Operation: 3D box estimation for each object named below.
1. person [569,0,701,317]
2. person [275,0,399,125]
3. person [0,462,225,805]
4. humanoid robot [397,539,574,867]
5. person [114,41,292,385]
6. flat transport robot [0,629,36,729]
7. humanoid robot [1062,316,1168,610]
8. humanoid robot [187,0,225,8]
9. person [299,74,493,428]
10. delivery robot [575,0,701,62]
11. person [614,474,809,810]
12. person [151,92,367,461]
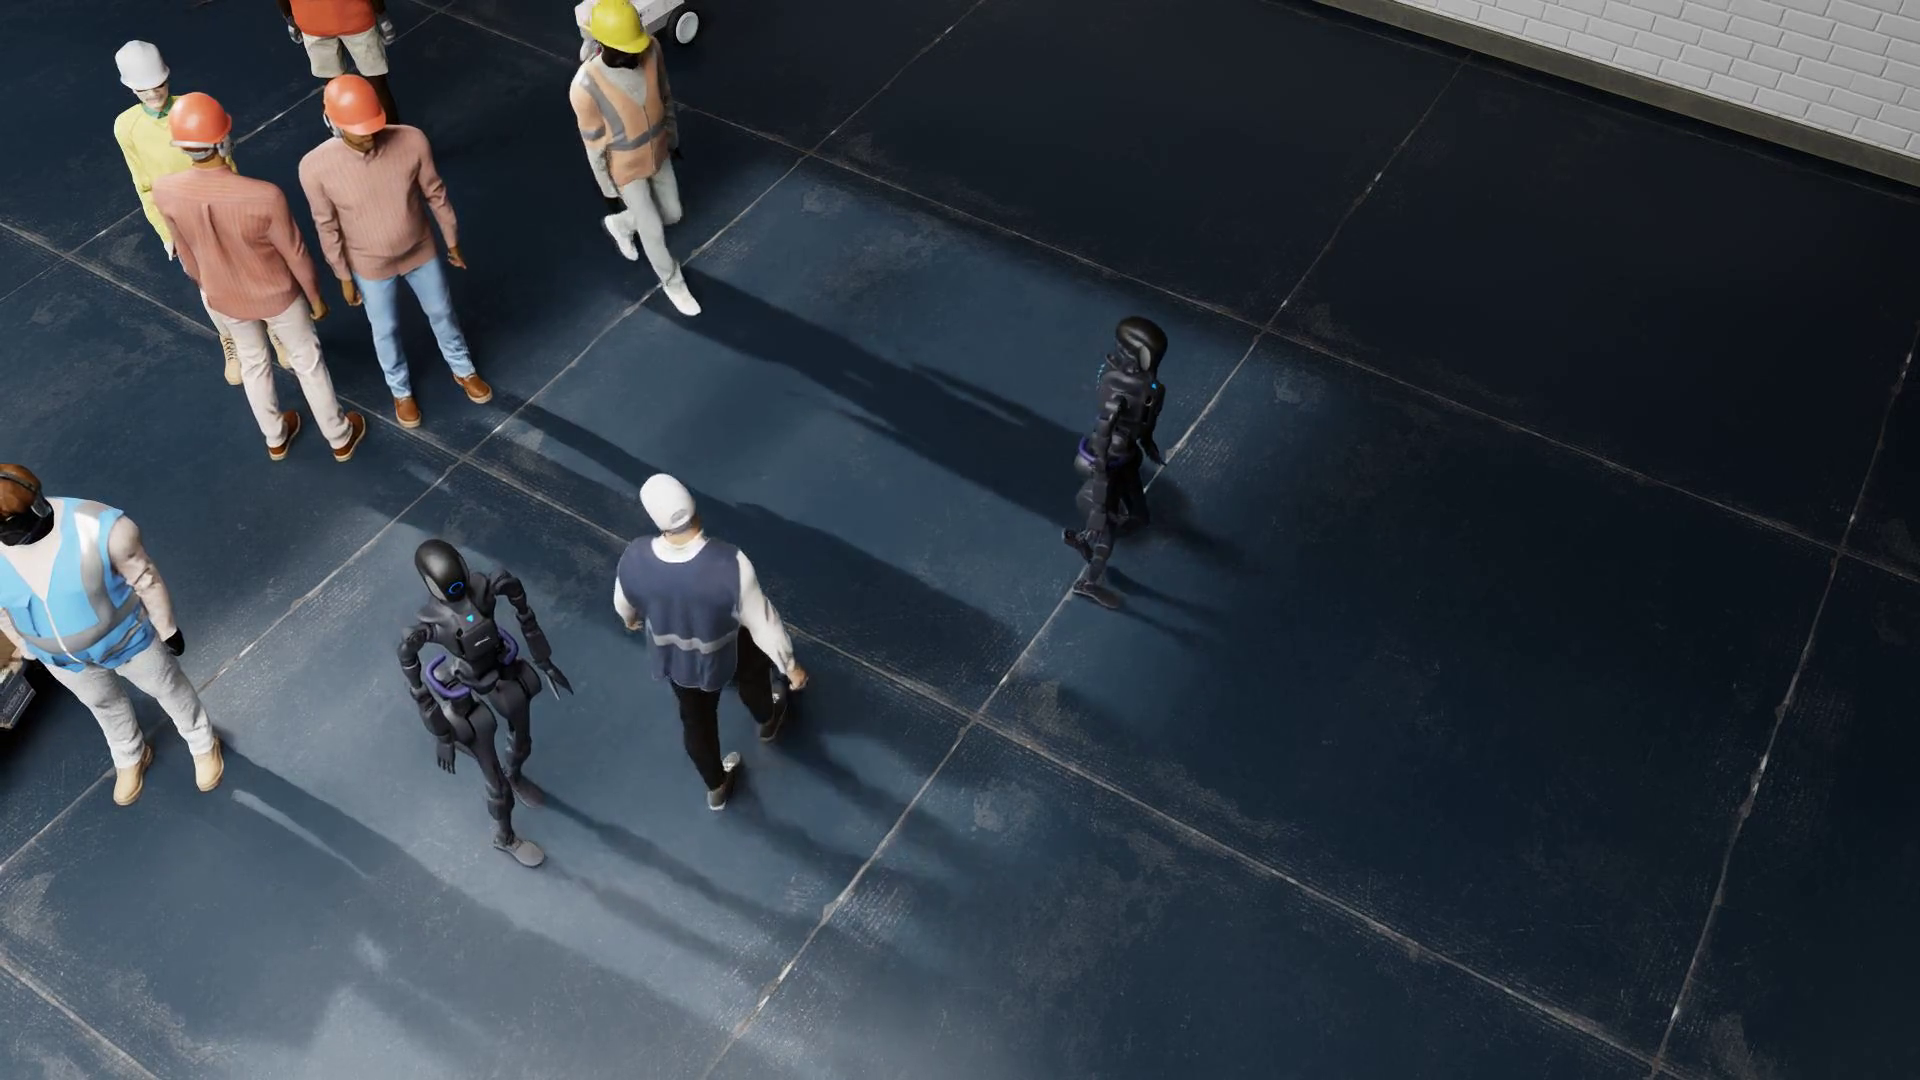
[{"bbox_3d":[-1.703,-1.972,8.464,0.645,1.889,0.608,31,56,24],"label":"person"},{"bbox_3d":[-3.461,-2.912,9.235,0.609,1.965,0.363,-1,49,-1],"label":"person"},{"bbox_3d":[-3.344,0.377,6.442,0.621,1.845,0.431,-7,49,-6],"label":"person"},{"bbox_3d":[-1.790,0.593,6.368,0.501,1.652,0.588,35,57,27],"label":"humanoid robot"},{"bbox_3d":[-3.709,-1.594,8.132,0.472,1.895,0.385,-21,52,-17],"label":"person"},{"bbox_3d":[-4.554,0.726,7.181,0.659,0.231,1.431,7,49,6],"label":"flat transport robot"},{"bbox_3d":[0.628,-0.331,7.168,0.424,1.639,0.596,20,52,17],"label":"humanoid robot"},{"bbox_3d":[-4.877,-4.220,10.583,0.626,1.639,0.611,-20,52,-17],"label":"humanoid robot"},{"bbox_3d":[-2.657,-1.341,7.856,0.625,1.982,0.420,-23,53,-19],"label":"person"},{"bbox_3d":[-2.062,-3.343,10.560,0.499,0.614,0.803,30,55,24],"label":"delivery robot"},{"bbox_3d":[-0.947,0.331,6.563,0.787,1.714,0.766,8,49,7],"label":"person"},{"bbox_3d":[-3.248,-1.178,7.711,0.612,1.982,0.415,3,49,2],"label":"person"}]
